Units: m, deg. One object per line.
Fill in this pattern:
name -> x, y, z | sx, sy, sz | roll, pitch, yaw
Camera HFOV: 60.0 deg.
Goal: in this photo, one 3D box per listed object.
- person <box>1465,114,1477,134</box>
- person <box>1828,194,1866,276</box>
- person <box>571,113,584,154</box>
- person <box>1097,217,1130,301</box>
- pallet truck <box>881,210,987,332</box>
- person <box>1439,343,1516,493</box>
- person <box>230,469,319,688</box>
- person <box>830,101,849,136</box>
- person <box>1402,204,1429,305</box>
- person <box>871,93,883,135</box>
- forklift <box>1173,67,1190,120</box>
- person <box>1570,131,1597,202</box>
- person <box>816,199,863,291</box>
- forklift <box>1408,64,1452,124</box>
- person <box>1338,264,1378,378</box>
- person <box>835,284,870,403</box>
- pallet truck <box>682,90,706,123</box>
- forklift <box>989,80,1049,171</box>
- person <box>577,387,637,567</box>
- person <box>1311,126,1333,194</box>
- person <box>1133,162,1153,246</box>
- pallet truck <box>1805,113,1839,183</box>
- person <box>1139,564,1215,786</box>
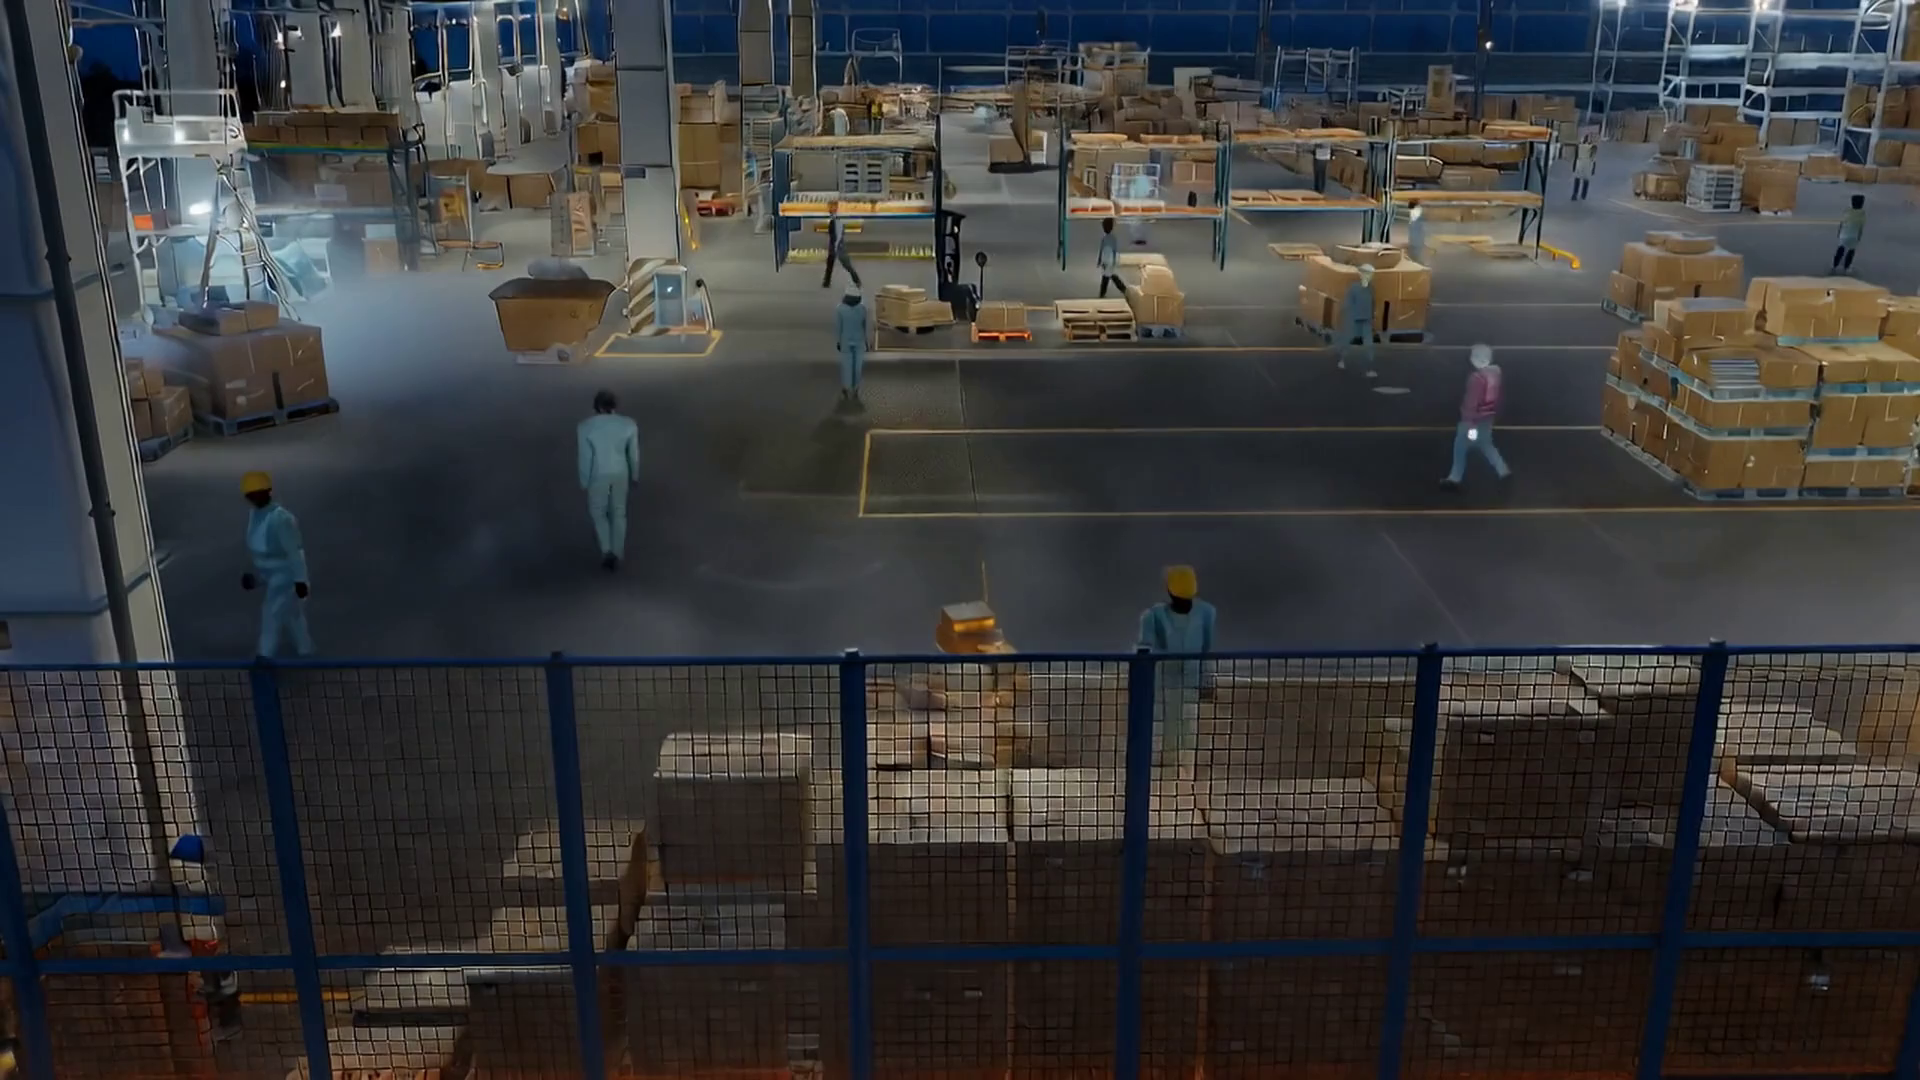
person -> 15.646, -12.153, 51.374 | 0.542, 1.939, 0.361 | -2, 19, -6
person -> 18.400, -6.332, 34.526 | 0.750, 1.670, 0.321 | -8, 20, -21
person -> -13.561, -14.517, 58.890 | 0.513, 1.613, 0.769 | -1, 19, -4
person -> 2.878, -5.263, 31.360 | 0.816, 1.665, 0.536 | -6, 19, -16
pallet truck -> -0.493, -4.759, 29.349 | 1.885, 1.965, 0.823 | -13, 23, -34
person -> 6.230, -1.444, 19.805 | 0.622, 1.813, 0.834 | -15, 24, -37
person -> -6.064, 0.324, 14.412 | 0.631, 1.899, 0.955 | 16, 24, 39
person -> -4.162, -14.176, 57.443 | 0.643, 1.905, 0.966 | 0, 19, 1
person -> 8.447, -5.356, 31.289 | 0.963, 1.883, 0.613 | 8, 20, 22
person -> -3.066, -15.685, 61.937 | 0.356, 1.885, 0.574 | -17, 25, -41
forklift -> 8.060, -15.894, 61.021 | 1.873, 2.768, 1.129 | -4, 19, -11
person -> 17.161, -10.260, 45.760 | 0.623, 1.924, 0.904 | 11, 22, 31
person -> -2.381, -5.838, 32.849 | 0.930, 1.813, 0.525 | -8, 20, -23
forklift -> 18.204, -16.761, 63.594 | 1.873, 2.768, 1.129 | -12, 22, -32
person -> 6.223, -3.453, 25.899 | 0.525, 1.723, 0.904 | -5, 19, -14
person -> -1.563, -2.840, 24.092 | 0.506, 1.705, 0.838 | 0, 19, -1
pallet truck -> -9.671, -15.907, 62.421 | 0.823, 1.965, 1.885 | 5, 19, 15
forklift -> 1.889, -13.266, 53.225 | 1.873, 2.768, 1.129 | -1, 19, -2
person -> -3.637, -0.639, 17.244 | 0.634, 1.919, 0.563 | -9, 20, -24
person -> 10.414, -10.960, 47.885 | 0.604, 1.906, 0.626 | 1, 19, 3
person -> 4.229, -7.739, 38.305 | 0.437, 1.919, 0.631 | 7, 20, 19
pallet truck -> 26.403, -11.957, 50.702 | 0.823, 1.965, 1.885 | 6, 19, 16
person -> 1.595, 0.995, 12.459 | 0.621, 1.878, 0.862 | -4, 19, -12
